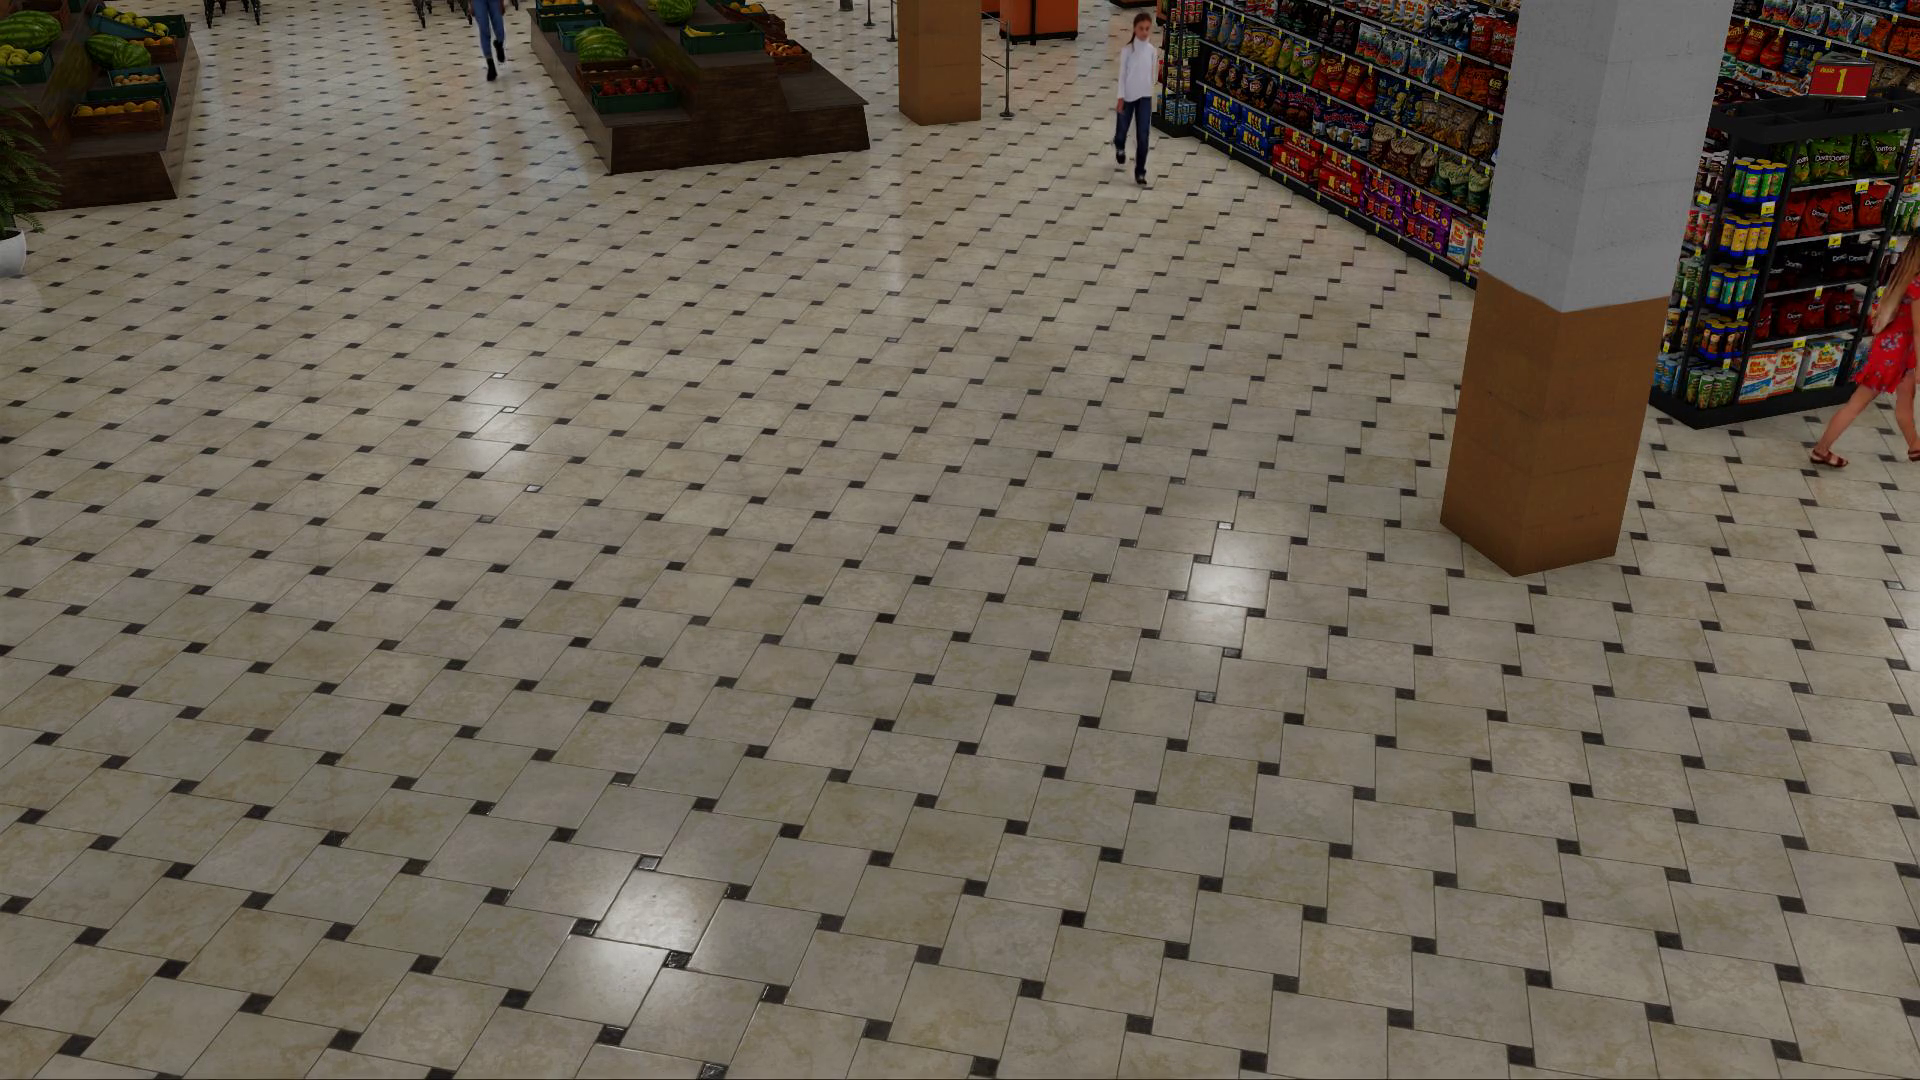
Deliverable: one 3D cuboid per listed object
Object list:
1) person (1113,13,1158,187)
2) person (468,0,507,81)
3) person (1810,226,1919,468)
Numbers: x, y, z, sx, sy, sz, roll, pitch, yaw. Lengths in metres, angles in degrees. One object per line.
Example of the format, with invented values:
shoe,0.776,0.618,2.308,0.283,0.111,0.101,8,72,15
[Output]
person,1.630,-4.147,15.582,0.711,1.539,1.037,-2,29,-3
person,-5.470,-6.221,19.237,0.651,1.677,1.011,-6,29,-10
person,5.527,-1.130,10.040,0.991,1.556,1.049,6,29,10
